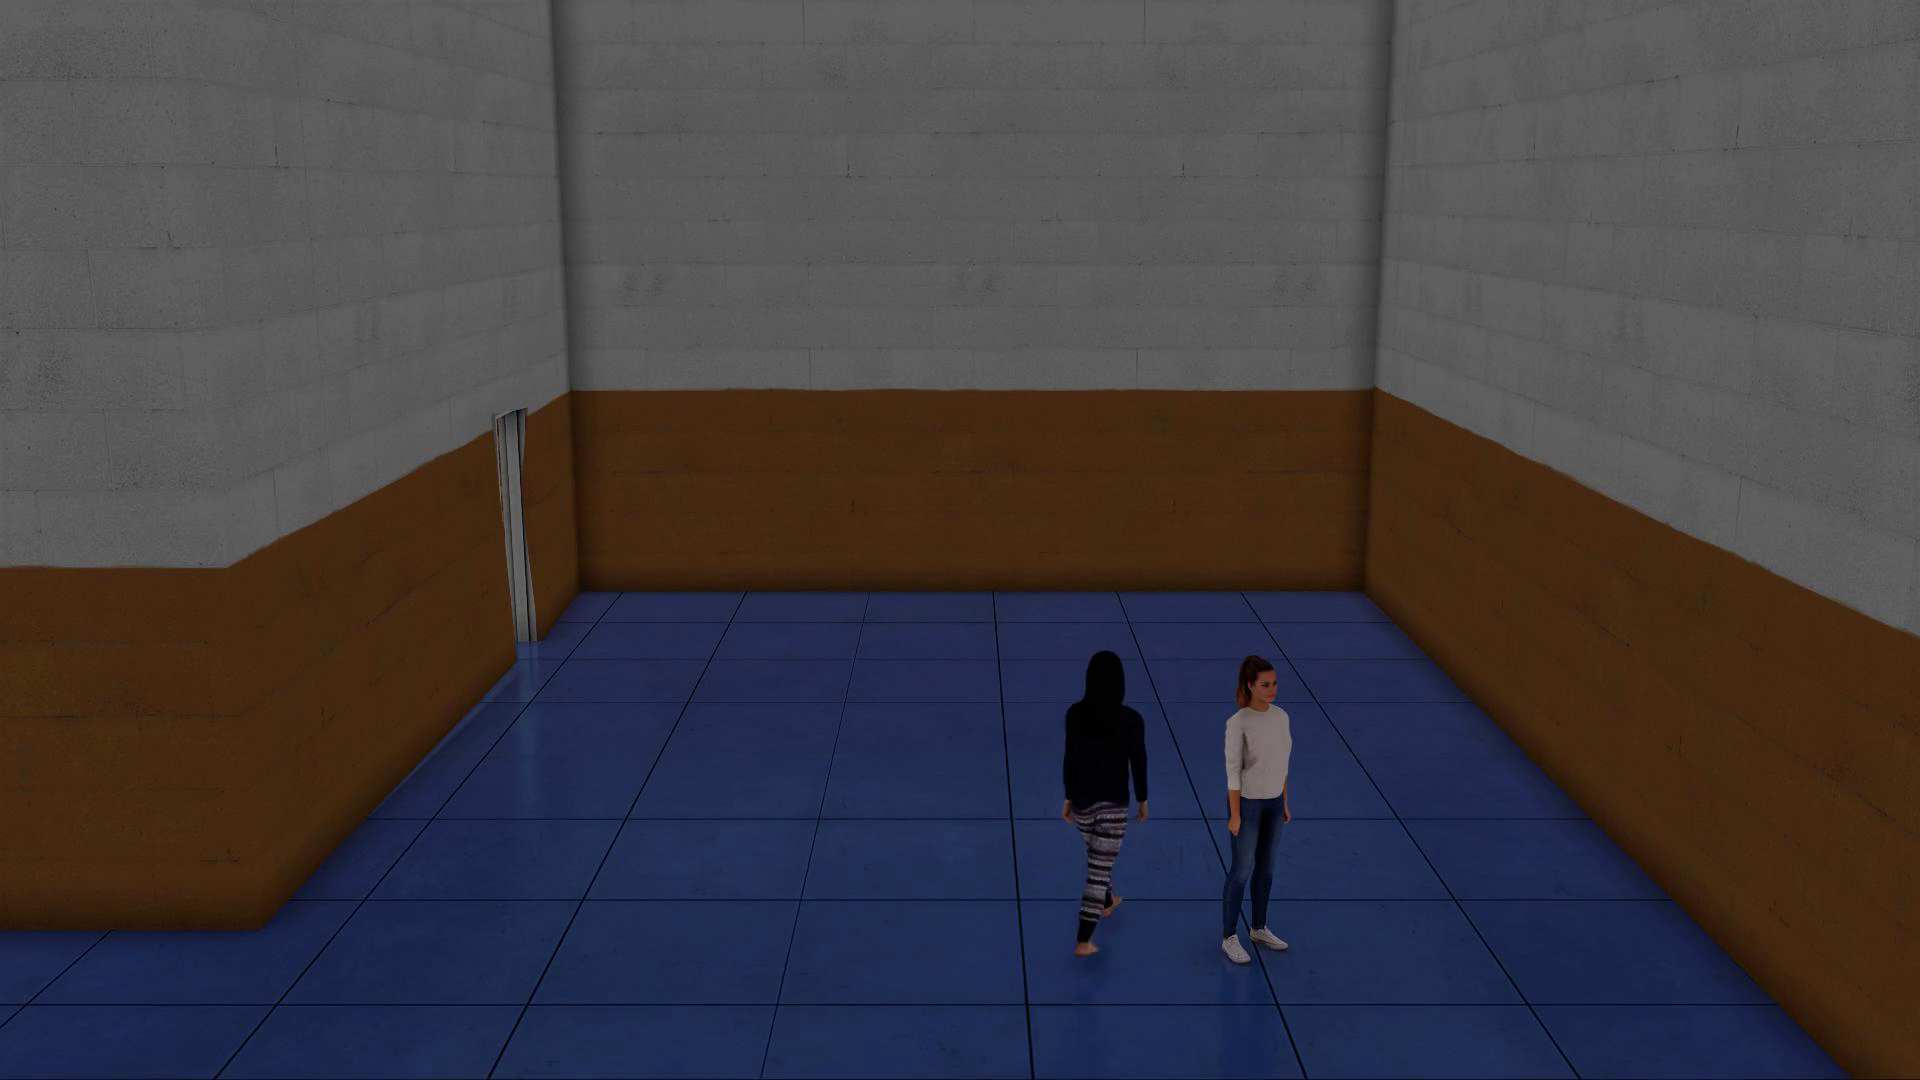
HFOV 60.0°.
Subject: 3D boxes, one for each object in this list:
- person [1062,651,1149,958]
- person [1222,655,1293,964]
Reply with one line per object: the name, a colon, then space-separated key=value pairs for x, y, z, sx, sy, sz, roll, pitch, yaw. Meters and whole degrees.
person: x=0.770 y=1.510 z=9.335 sx=1.122 sy=1.684 sz=0.966 roll=5 pitch=13 yaw=23
person: x=1.656 y=1.493 z=9.328 sx=0.654 sy=1.720 sz=0.752 roll=-8 pitch=14 yaw=-33
